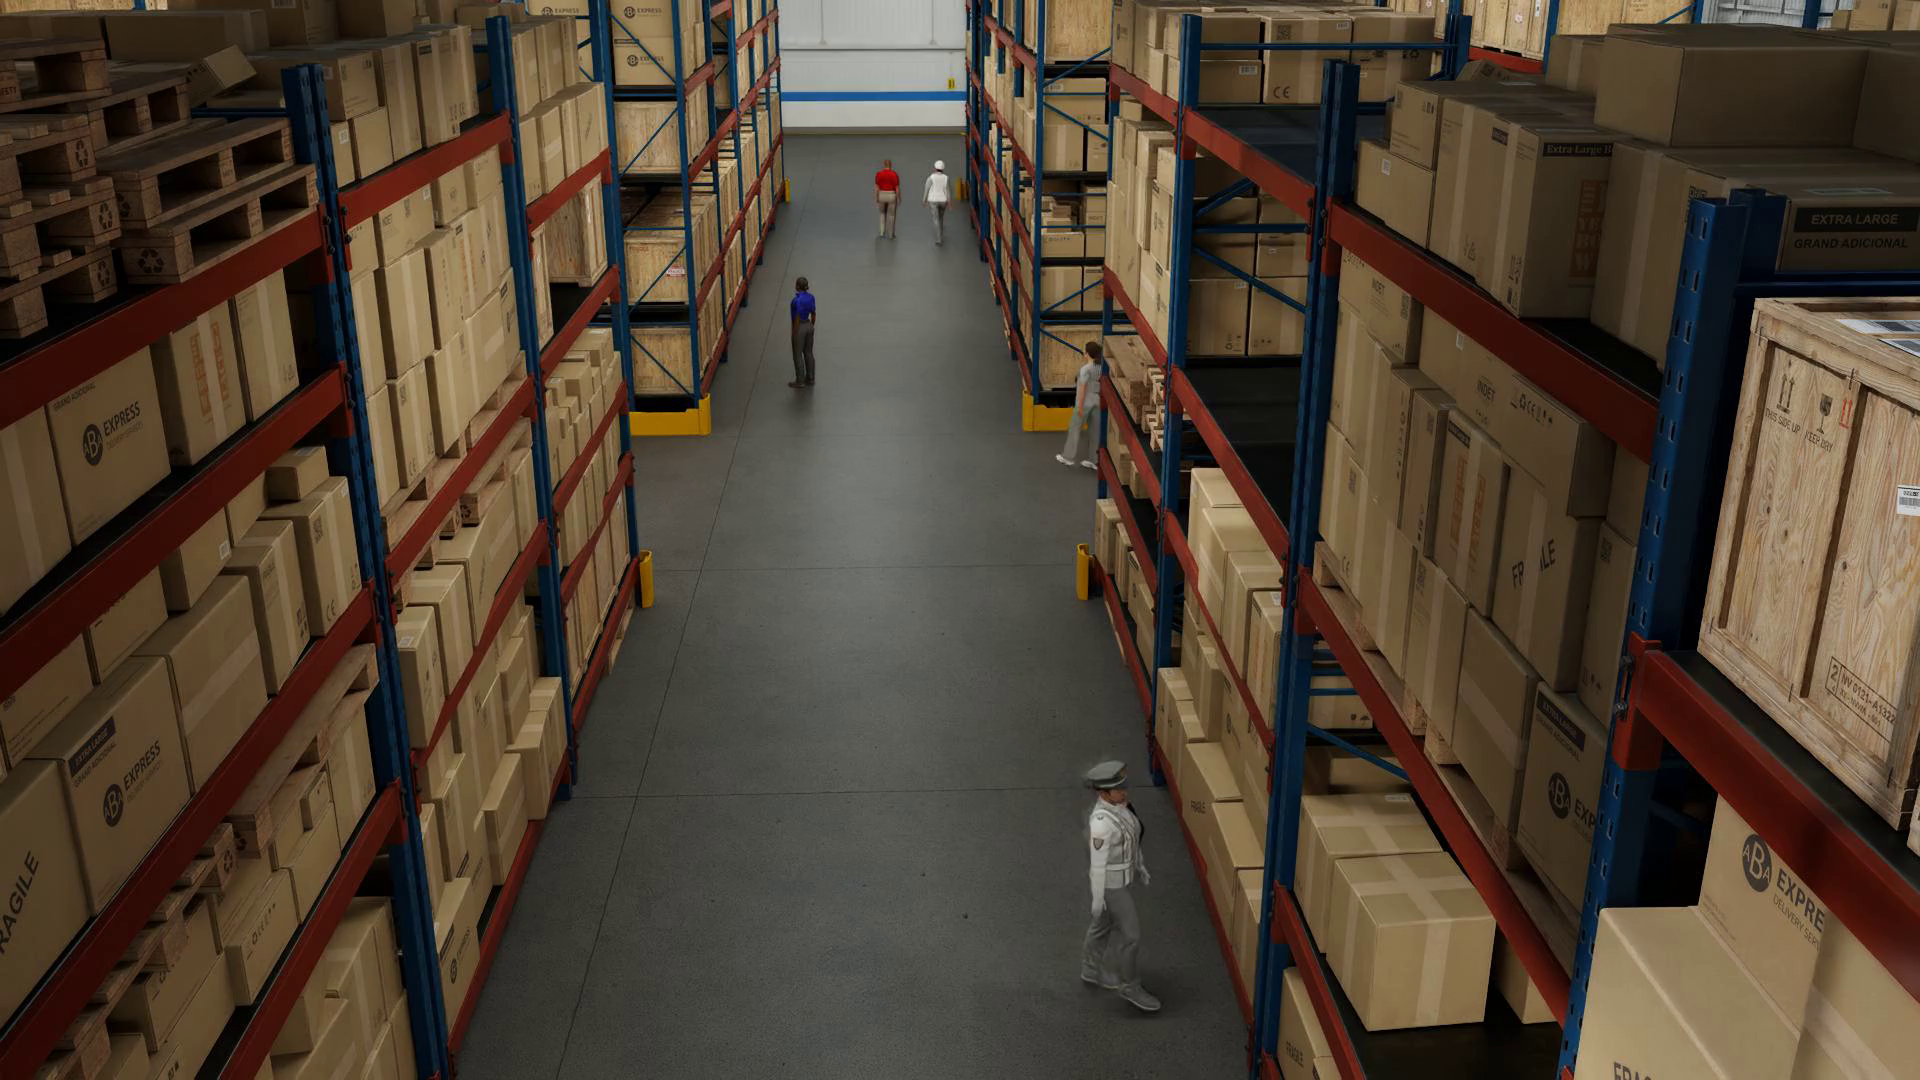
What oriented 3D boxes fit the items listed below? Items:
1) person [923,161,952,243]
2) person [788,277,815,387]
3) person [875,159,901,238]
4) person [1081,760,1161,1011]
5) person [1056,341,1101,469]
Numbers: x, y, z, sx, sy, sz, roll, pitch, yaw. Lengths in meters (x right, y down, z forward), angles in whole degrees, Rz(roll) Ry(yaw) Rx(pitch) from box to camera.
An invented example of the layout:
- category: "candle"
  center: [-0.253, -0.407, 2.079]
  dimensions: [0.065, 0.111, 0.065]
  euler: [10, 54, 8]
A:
- category: "person"
  center: [-0.516, -7.396, 36.276]
  dimensions: [0.583, 1.749, 0.844]
  euler: [-8, 22, -20]
- category: "person"
  center: [-2.398, -3.149, 25.088]
  dimensions: [0.345, 1.659, 0.440]
  euler: [13, 24, 32]
- category: "person"
  center: [-1.567, -7.550, 36.783]
  dimensions: [0.558, 1.744, 0.478]
  euler: [5, 21, 13]
- category: "person"
  center: [1.063, 2.194, 10.703]
  dimensions: [0.557, 1.695, 0.505]
  euler: [5, 21, 13]
- category: "person"
  center: [1.568, -1.758, 21.312]
  dimensions: [0.453, 1.666, 0.646]
  euler: [-16, 26, -37]
